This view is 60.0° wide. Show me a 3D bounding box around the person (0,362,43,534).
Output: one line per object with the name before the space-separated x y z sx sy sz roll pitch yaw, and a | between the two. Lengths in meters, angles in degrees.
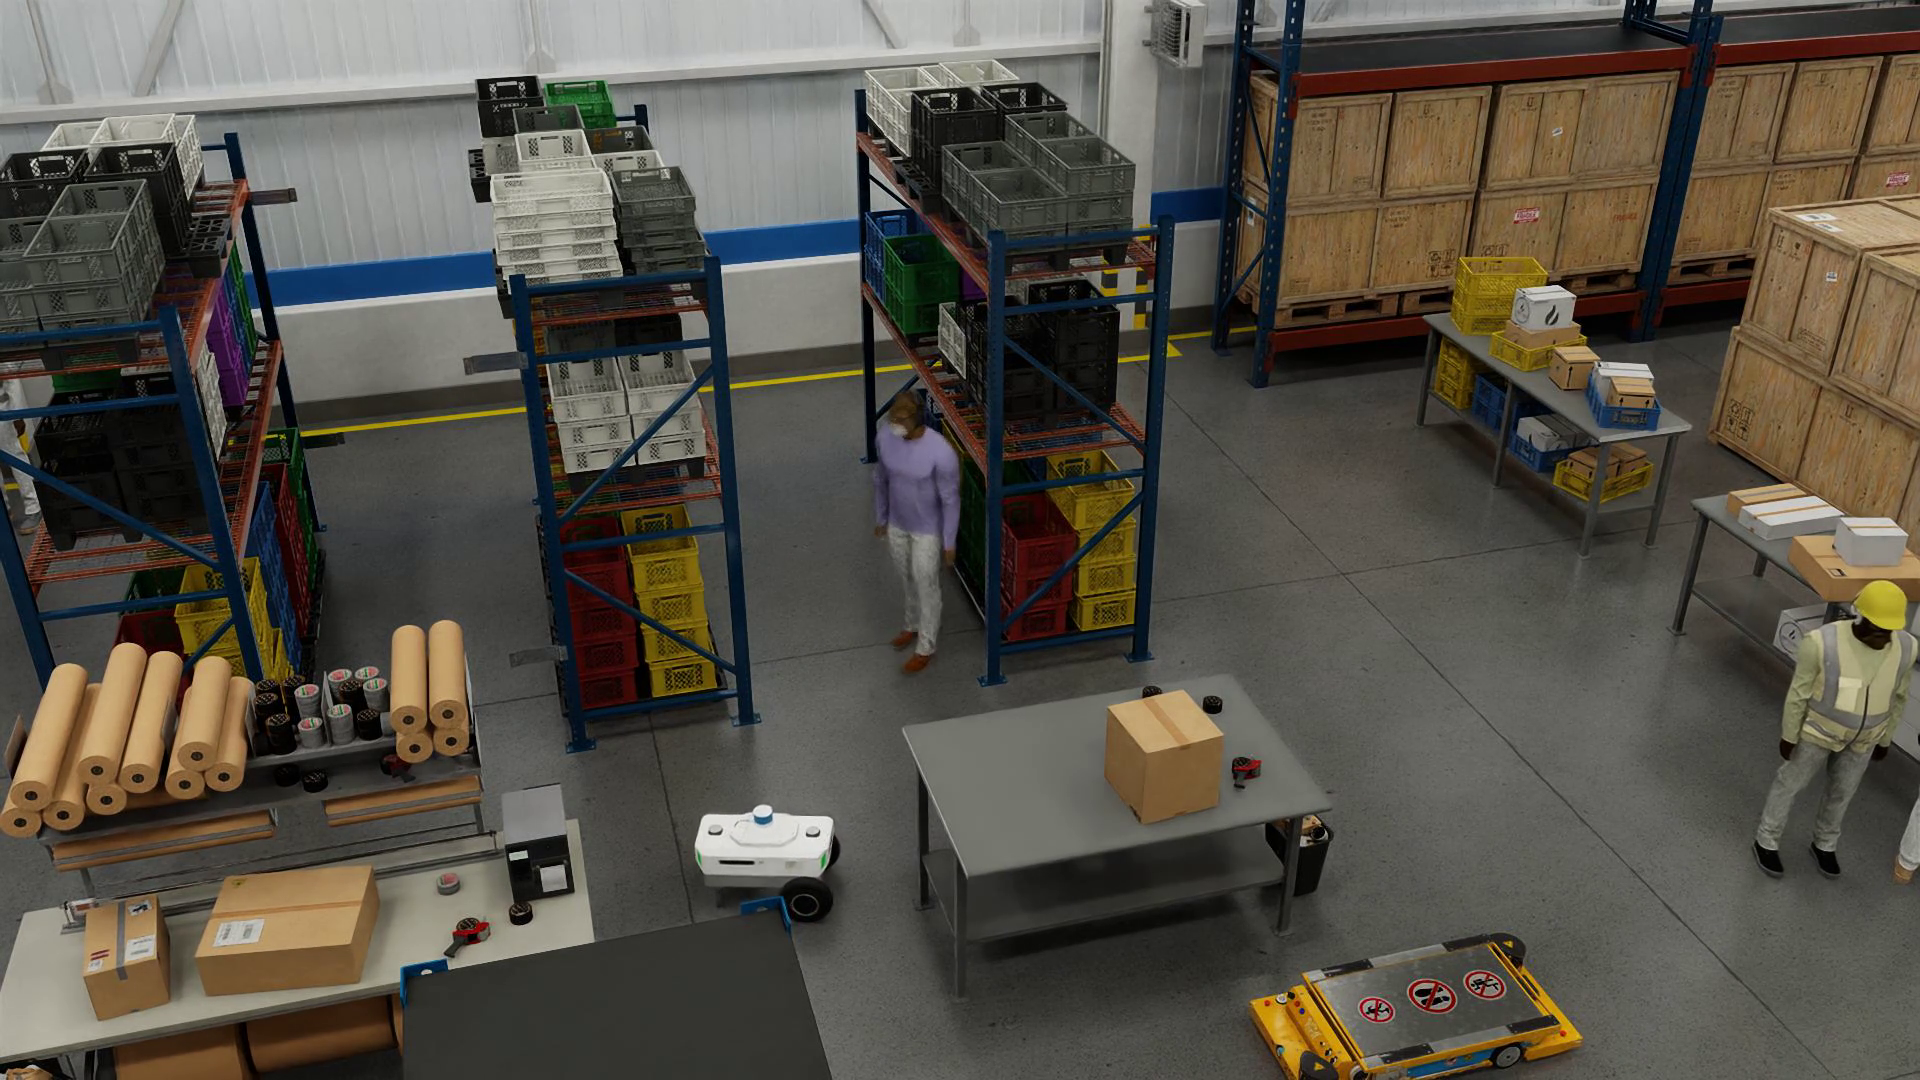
person | -7.136 -0.927 12.157 0.586 1.882 0.342 2 29 4

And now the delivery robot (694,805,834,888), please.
delivery robot | -1.033 1.623 8.793 0.707 0.478 0.477 1 29 2

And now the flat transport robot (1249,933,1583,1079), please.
flat transport robot | 2.184 2.282 7.980 1.431 0.197 0.652 -8 30 -14

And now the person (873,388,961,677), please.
person | -0.296 -0.087 10.589 0.642 1.936 0.418 20 35 32

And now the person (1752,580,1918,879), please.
person | 4.612 0.996 8.725 0.594 1.823 0.403 2 29 4

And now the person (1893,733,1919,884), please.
person | 5.282 1.057 8.592 0.626 1.844 0.429 24 37 36
